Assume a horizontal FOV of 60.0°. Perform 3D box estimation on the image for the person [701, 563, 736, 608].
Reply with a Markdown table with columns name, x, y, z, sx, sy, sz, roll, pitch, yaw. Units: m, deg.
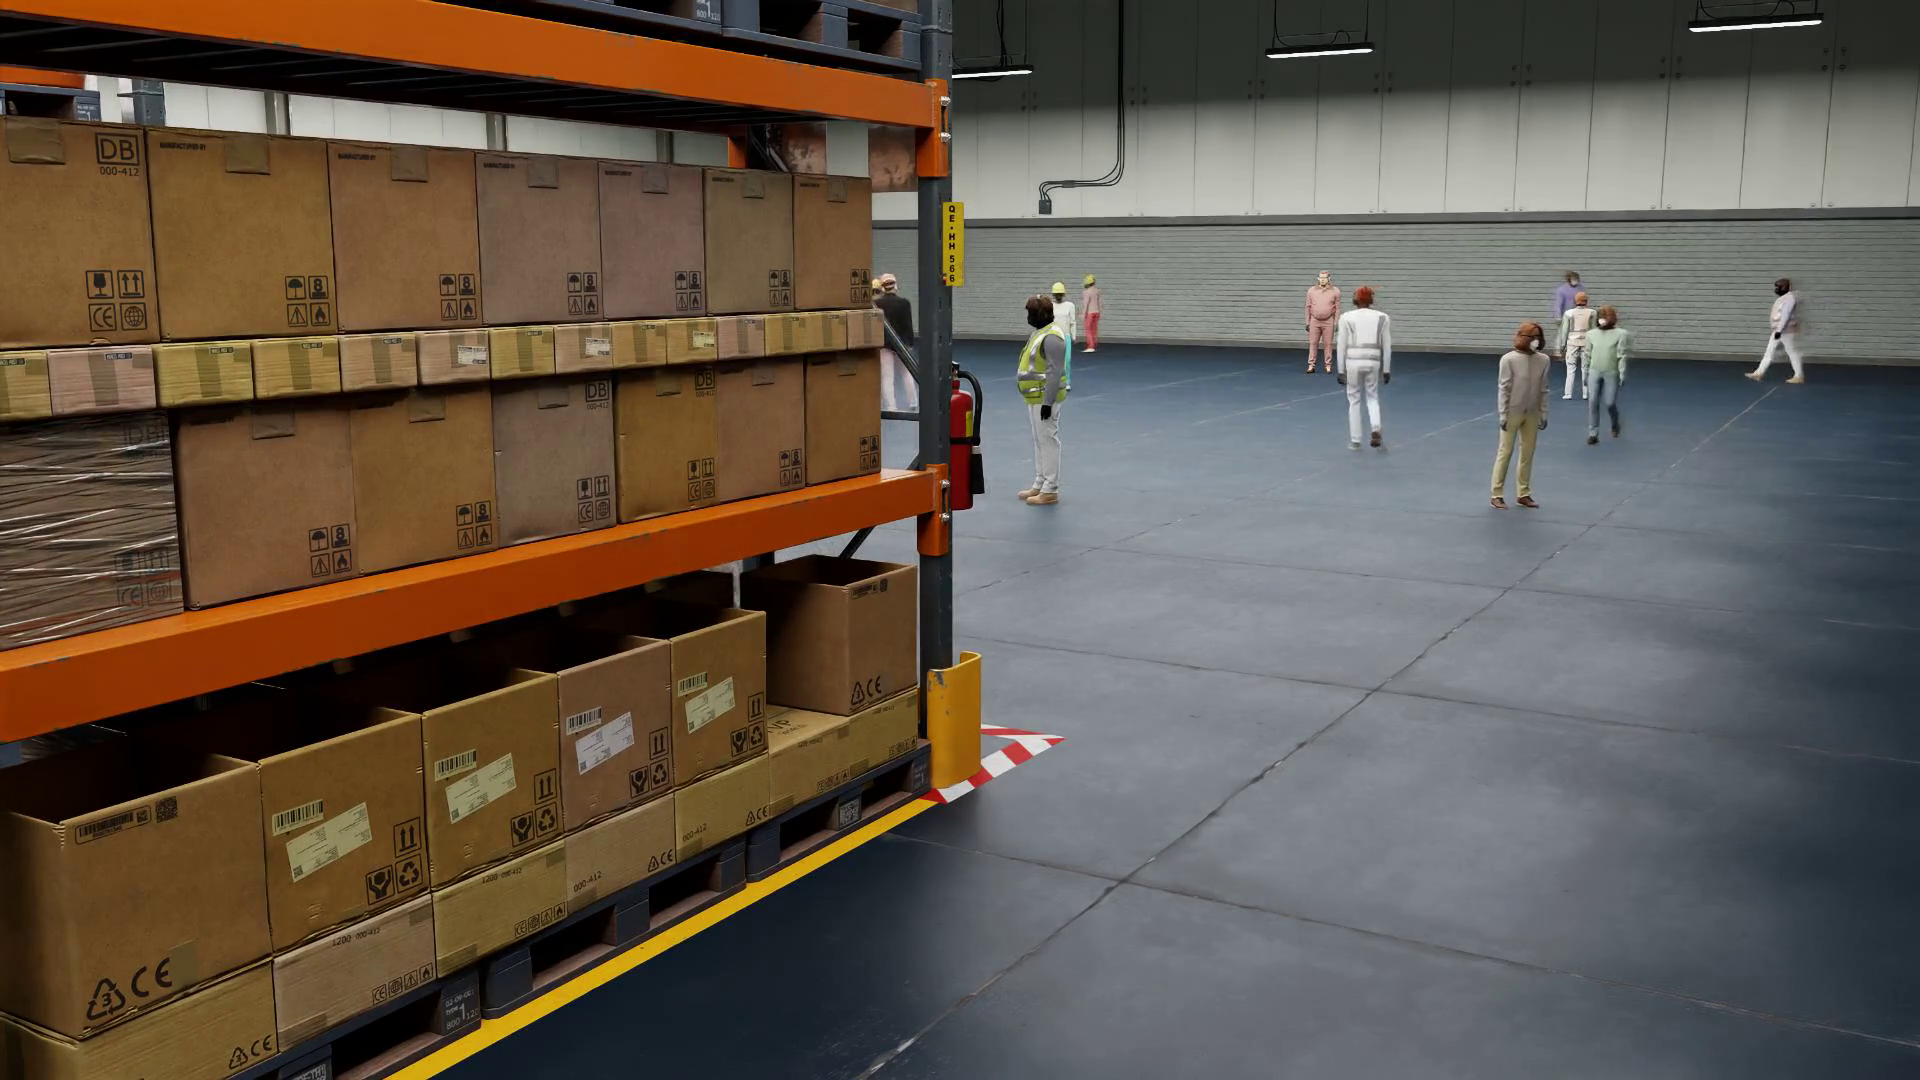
| name | x | y | z | sx | sy | sz | roll | pitch | yaw |
| --- | --- | --- | --- | --- | --- | --- | --- | --- | --- |
| person | -1.614 | -0.263 | 8.861 | 0.968 | 1.860 | 0.664 | -6 | 11 | -32 |

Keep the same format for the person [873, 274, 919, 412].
| name | x | y | z | sx | sy | sz | roll | pitch | yaw |
| --- | --- | --- | --- | --- | --- | --- | --- | --- | --- |
| person | -0.898 | -2.655 | 22.722 | 0.650 | 1.922 | 0.901 | 2 | 10 | 13 |

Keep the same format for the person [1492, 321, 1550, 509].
| name | x | y | z | sx | sy | sz | roll | pitch | yaw |
| --- | --- | --- | --- | --- | --- | --- | --- | --- | --- |
| person | 4.846 | -1.070 | 14.336 | 0.501 | 1.625 | 0.304 | -3 | 10 | -15 |

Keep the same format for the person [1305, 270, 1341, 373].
| name | x | y | z | sx | sy | sz | roll | pitch | yaw |
| --- | --- | --- | --- | --- | --- | --- | --- | --- | --- |
| person | 6.731 | -4.045 | 30.917 | 0.641 | 1.908 | 0.408 | 3 | 10 | 16 |

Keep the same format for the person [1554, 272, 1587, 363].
| name | x | y | z | sx | sy | sz | roll | pitch | yaw |
| --- | --- | --- | --- | --- | --- | --- | --- | --- | --- |
| person | 12.519 | -4.561 | 34.094 | 0.658 | 1.855 | 1.056 | -1 | 10 | -3 |

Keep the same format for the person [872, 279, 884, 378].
| name | x | y | z | sx | sy | sz | roll | pitch | yaw |
| --- | --- | --- | --- | --- | --- | --- | --- | --- | --- |
| person | -1.458 | -3.679 | 29.178 | 0.533 | 1.769 | 0.313 | -2 | 10 | -10 |

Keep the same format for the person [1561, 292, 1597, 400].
| name | x | y | z | sx | sy | sz | roll | pitch | yaw |
| --- | --- | --- | --- | --- | --- | --- | --- | --- | --- |
| person | 9.377 | -2.936 | 25.203 | 0.513 | 1.640 | 0.309 | 1 | 10 | 8 |

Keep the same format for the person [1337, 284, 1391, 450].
| name | x | y | z | sx | sy | sz | roll | pitch | yaw |
| --- | --- | --- | --- | --- | --- | --- | --- | --- | --- |
| person | 4.525 | -1.924 | 18.636 | 0.586 | 1.865 | 0.530 | 0 | 10 | -2 |

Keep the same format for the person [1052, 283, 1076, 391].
| name | x | y | z | sx | sy | sz | roll | pitch | yaw |
| --- | --- | --- | --- | --- | --- | --- | --- | --- | --- |
| person | 1.596 | -3.253 | 26.752 | 0.556 | 1.732 | 0.795 | 0 | 10 | -1 |

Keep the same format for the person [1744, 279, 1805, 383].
| name | x | y | z | sx | sy | sz | roll | pitch | yaw |
| --- | --- | --- | --- | --- | --- | --- | --- | --- | --- |
| person | 14.095 | -3.578 | 28.560 | 0.950 | 1.790 | 0.629 | 1 | 10 | 7 |

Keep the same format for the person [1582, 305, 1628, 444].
| name | x | y | z | sx | sy | sz | roll | pitch | yaw |
| --- | --- | --- | --- | --- | --- | --- | --- | --- | --- |
| person | 7.485 | -1.918 | 19.303 | 0.514 | 1.615 | 0.459 | 8 | 13 | 39 |

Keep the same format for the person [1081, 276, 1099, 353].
| name | x | y | z | sx | sy | sz | roll | pitch | yaw |
| --- | --- | --- | --- | --- | --- | --- | --- | --- | --- |
| person | 2.952 | -5.060 | 37.397 | 0.348 | 1.728 | 0.620 | 7 | 12 | 37 |

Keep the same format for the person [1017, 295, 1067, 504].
| name | x | y | z | sx | sy | sz | roll | pitch | yaw |
| --- | --- | --- | --- | --- | --- | --- | --- | --- | --- |
| person | 0.719 | -1.233 | 14.664 | 0.429 | 1.838 | 0.621 | -1 | 10 | -8 |
